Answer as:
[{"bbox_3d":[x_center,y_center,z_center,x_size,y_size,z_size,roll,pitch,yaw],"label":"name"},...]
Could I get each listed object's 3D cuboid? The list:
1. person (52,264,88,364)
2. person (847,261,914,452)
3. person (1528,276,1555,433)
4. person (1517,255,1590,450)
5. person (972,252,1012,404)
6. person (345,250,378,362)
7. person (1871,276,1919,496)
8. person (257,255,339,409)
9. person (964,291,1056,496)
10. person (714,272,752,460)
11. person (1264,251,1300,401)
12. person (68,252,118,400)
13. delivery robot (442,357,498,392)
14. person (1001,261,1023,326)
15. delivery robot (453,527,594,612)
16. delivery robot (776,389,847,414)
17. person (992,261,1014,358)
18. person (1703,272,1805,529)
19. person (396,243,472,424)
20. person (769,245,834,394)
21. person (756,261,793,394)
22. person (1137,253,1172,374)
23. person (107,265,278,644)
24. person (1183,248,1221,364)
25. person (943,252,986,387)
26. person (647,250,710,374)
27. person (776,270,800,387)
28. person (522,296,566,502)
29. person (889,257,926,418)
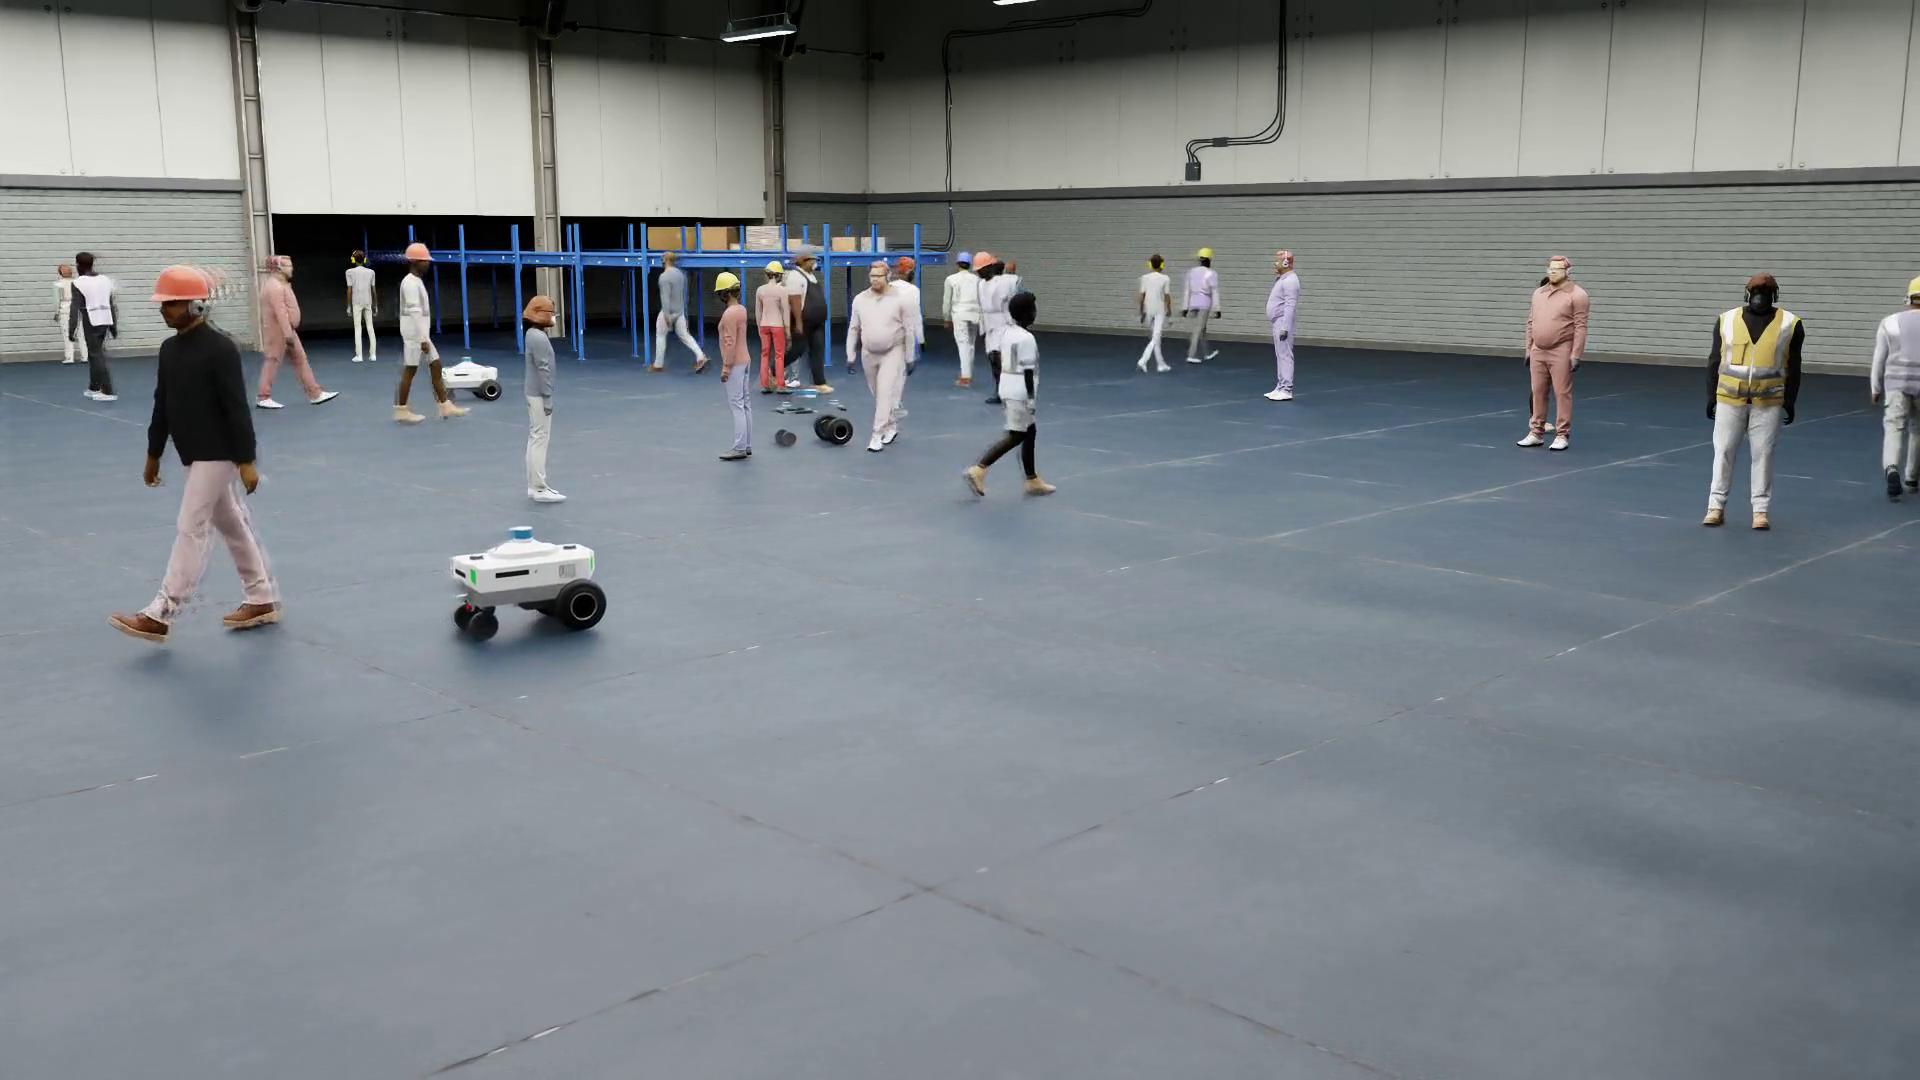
[{"bbox_3d":[-14.710,-3.734,27.487,0.310,1.638,0.523,7,12,33],"label":"person"},{"bbox_3d":[-0.794,-1.850,16.627,0.661,1.857,1.003,4,11,19],"label":"person"},{"bbox_3d":[6.342,-2.027,18.025,0.319,1.695,0.533,3,11,17],"label":"person"},{"bbox_3d":[5.879,-1.861,16.528,0.408,1.911,0.651,-7,13,-35],"label":"person"},{"bbox_3d":[0.421,-2.657,20.919,0.550,1.892,0.608,-6,12,-31],"label":"person"},{"bbox_3d":[-10.086,-3.943,28.031,0.514,1.865,0.313,-8,13,-39],"label":"person"},{"bbox_3d":[7.762,-1.258,13.560,0.600,1.809,0.829,6,12,30],"label":"person"},{"bbox_3d":[-8.235,-2.553,20.453,0.968,1.857,0.677,-2,11,-11],"label":"person"},{"bbox_3d":[0.405,-1.172,13.449,0.768,1.673,0.539,-3,11,-15],"label":"person"},{"bbox_3d":[-2.162,-1.651,15.802,0.327,1.761,0.522,1,10,8],"label":"person"},{"bbox_3d":[4.153,-2.762,21.456,0.410,1.909,0.643,0,10,2],"label":"person"},{"bbox_3d":[-11.267,-2.756,21.466,0.776,1.891,0.622,3,11,15],"label":"person"},{"bbox_3d":[-6.359,-2.120,21.486,0.707,0.478,0.477,-5,12,-30],"label":"delivery robot"},{"bbox_3d":[0.940,-4.458,31.459,0.538,1.624,0.390,-1,10,-5],"label":"person"},{"bbox_3d":[-2.361,0.171,9.010,0.707,0.478,0.477,-7,13,-33],"label":"delivery robot"},{"bbox_3d":[-1.521,-1.426,17.010,0.698,0.223,0.335,-4,11,-22],"label":"delivery robot"},{"bbox_3d":[0.633,-3.805,27.731,0.557,1.682,0.397,2,11,13],"label":"person"},{"bbox_3d":[5.743,-1.010,12.079,0.621,1.845,0.429,6,12,28],"label":"person"},{"bbox_3d":[-5.975,-2.323,18.762,0.932,2.009,0.646,-2,11,-11],"label":"person"},{"bbox_3d":[-2.163,-2.983,22.408,0.884,2.000,0.680,4,11,22],"label":"person"},{"bbox_3d":[-2.481,-2.837,22.252,0.531,1.765,0.327,6,12,29],"label":"person"},{"bbox_3d":[3.000,-3.492,25.622,0.519,1.836,0.925,9,14,40],"label":"person"},{"bbox_3d":[-4.057,-0.442,8.681,0.656,1.943,0.993,8,13,38],"label":"person"},{"bbox_3d":[4.101,-3.893,27.658,0.955,1.882,0.616,-9,14,-40],"label":"person"},{"bbox_3d":[0.091,-3.133,23.597,0.636,1.878,0.882,-5,11,-25],"label":"person"},{"bbox_3d":[-4.349,-3.498,25.537,1.001,1.898,0.618,4,11,22],"label":"person"},{"bbox_3d":[-2.430,-2.962,23.291,0.506,1.632,0.268,10,14,44],"label":"person"},{"bbox_3d":[-3.347,-1.136,13.334,0.279,1.631,0.504,-4,11,-22],"label":"person"},{"bbox_3d":[-0.653,-2.350,19.362,0.560,1.857,0.585,-8,13,-37],"label":"person"}]
